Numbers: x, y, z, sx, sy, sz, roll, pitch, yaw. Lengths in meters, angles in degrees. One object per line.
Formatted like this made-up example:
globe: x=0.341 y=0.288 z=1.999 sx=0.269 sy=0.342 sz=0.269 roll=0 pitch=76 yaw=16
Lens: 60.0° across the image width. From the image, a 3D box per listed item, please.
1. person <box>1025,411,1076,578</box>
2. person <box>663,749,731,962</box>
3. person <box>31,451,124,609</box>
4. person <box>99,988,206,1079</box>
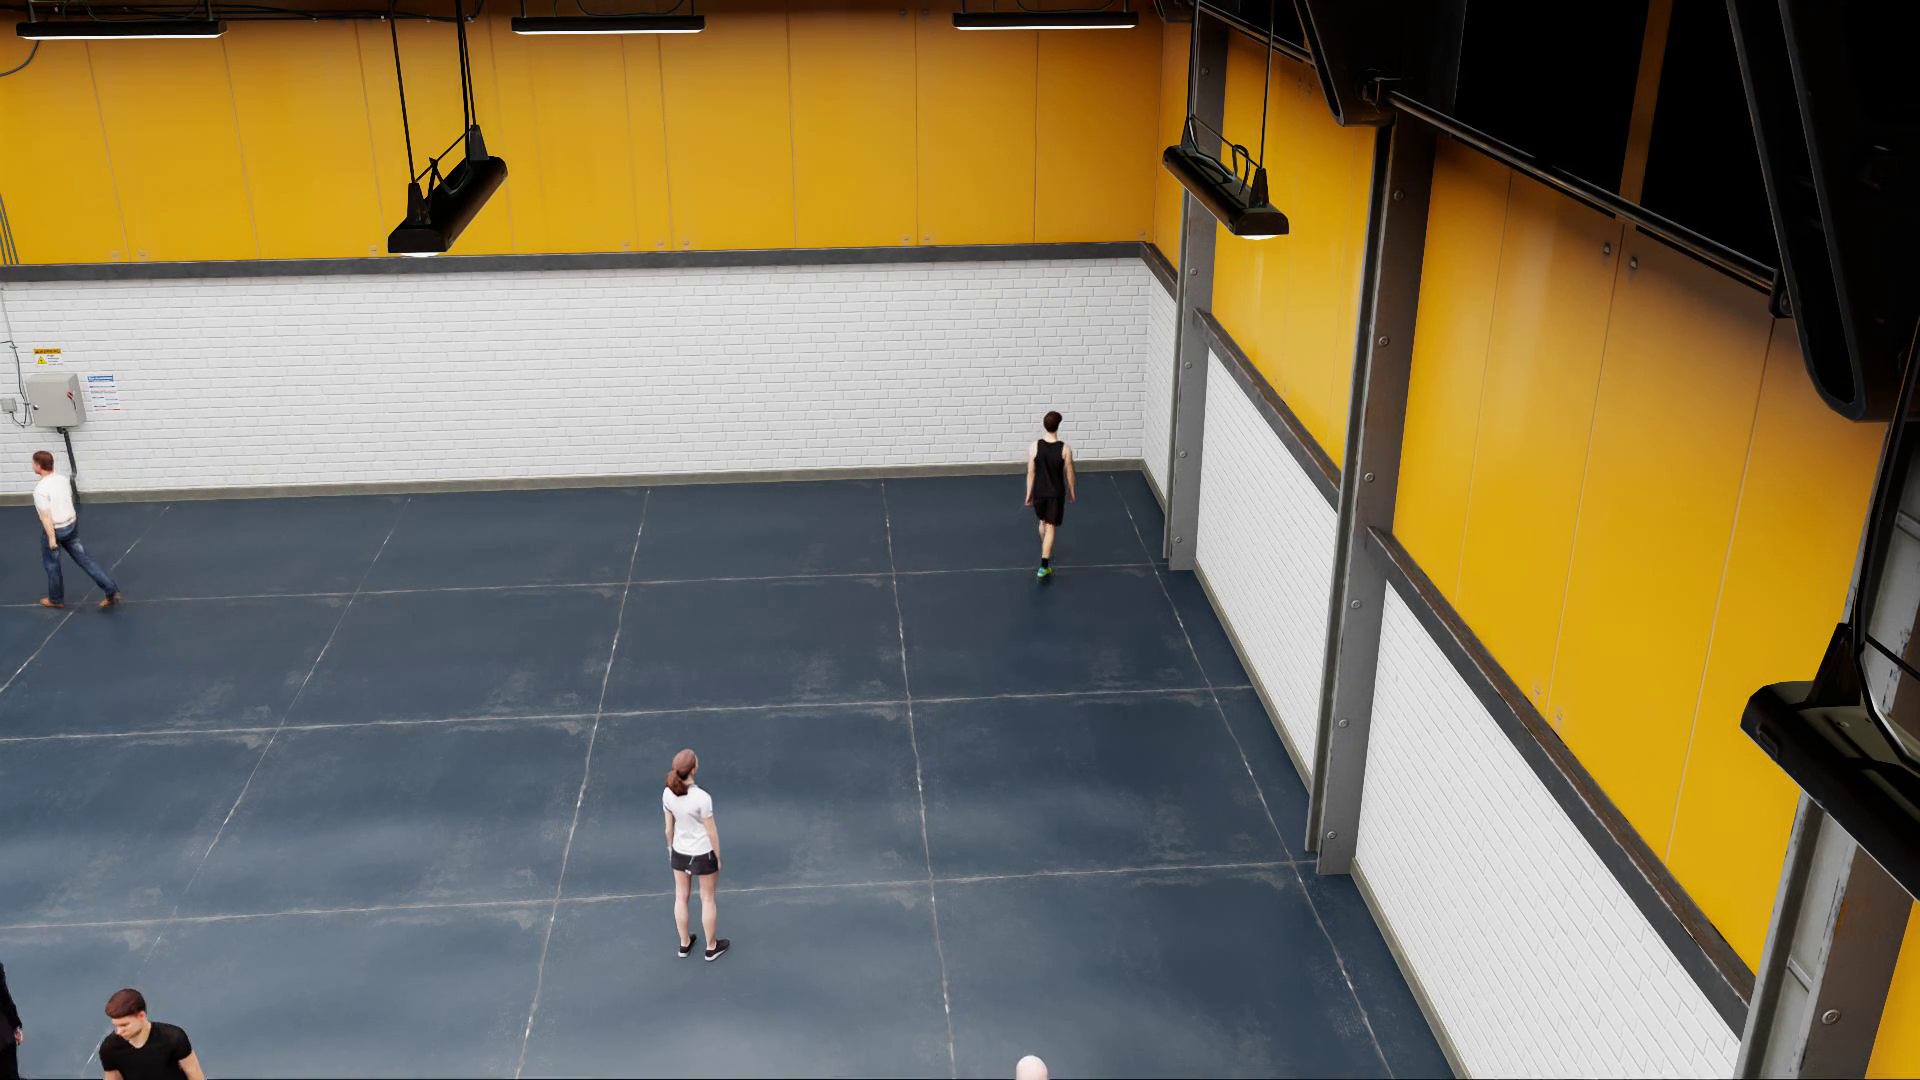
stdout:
person: x=0.983 y=-0.469 z=18.648 sx=0.975 sy=1.844 sz=1.286 roll=7 pitch=25 yaw=15
person: x=-1.981 y=2.336 z=12.347 sx=0.642 sy=1.752 sz=0.666 roll=6 pitch=24 yaw=14
person: x=-9.495 y=-0.069 z=17.765 sx=0.971 sy=1.818 sz=1.237 roll=4 pitch=24 yaw=10
person: x=-4.704 y=3.350 z=9.926 sx=0.668 sy=1.833 sz=0.962 roll=-2 pitch=24 yaw=-4
